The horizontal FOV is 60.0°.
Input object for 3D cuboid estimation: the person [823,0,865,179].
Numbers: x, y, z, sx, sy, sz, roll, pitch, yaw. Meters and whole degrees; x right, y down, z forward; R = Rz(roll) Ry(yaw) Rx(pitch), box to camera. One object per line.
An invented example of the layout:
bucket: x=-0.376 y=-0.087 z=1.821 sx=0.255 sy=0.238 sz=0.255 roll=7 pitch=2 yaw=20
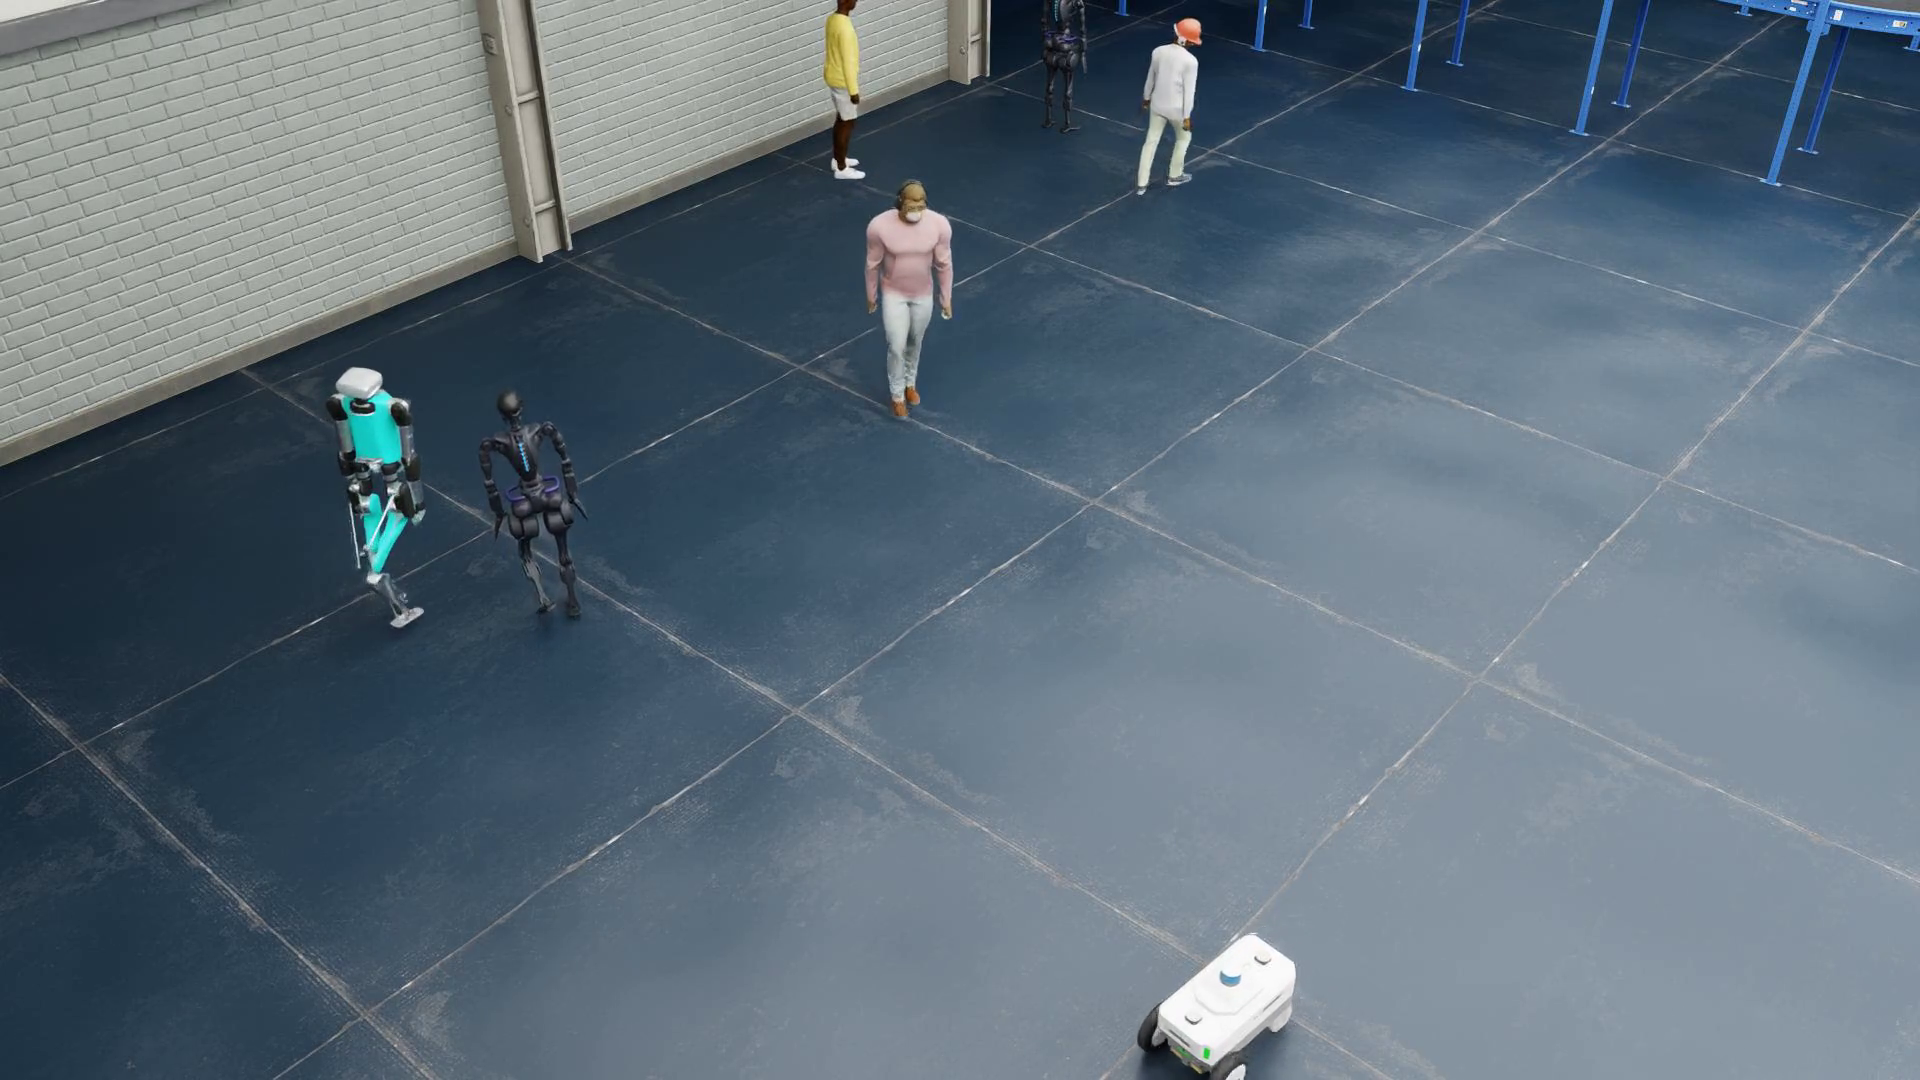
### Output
person: x=-1.151 y=-4.486 z=16.292 sx=0.376 sy=1.889 sz=0.567 roll=-10 pitch=37 yaw=-13

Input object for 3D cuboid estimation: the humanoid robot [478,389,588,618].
humanoid robot: x=-2.653 y=-0.208 z=10.463 sx=0.586 sy=1.638 sz=0.364 roll=-13 pitch=38 yaw=-18

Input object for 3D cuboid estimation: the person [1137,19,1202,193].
person: x=2.046 y=-4.213 z=16.067 sx=0.671 sy=1.688 sz=0.744 roll=30 pitch=45 yaw=35

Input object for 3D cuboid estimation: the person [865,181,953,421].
person: x=-0.361 y=-1.801 z=12.494 sx=0.646 sy=1.911 sz=0.682 roll=-8 pitch=36 yaw=-11

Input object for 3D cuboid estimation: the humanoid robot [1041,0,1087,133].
humanoid robot: x=1.061 y=-5.112 z=17.339 sx=0.599 sy=1.657 sz=0.315 roll=27 pitch=43 yaw=32

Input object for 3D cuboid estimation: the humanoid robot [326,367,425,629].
humanoid robot: x=-3.652 y=-0.136 z=10.330 sx=0.531 sy=1.790 sz=0.858 roll=6 pitch=36 yaw=8

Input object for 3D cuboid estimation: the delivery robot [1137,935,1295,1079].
delivery robot: x=1.278 y=2.246 z=7.980 sx=0.765 sy=0.585 sz=0.499 roll=-29 pitch=44 yaw=-34
